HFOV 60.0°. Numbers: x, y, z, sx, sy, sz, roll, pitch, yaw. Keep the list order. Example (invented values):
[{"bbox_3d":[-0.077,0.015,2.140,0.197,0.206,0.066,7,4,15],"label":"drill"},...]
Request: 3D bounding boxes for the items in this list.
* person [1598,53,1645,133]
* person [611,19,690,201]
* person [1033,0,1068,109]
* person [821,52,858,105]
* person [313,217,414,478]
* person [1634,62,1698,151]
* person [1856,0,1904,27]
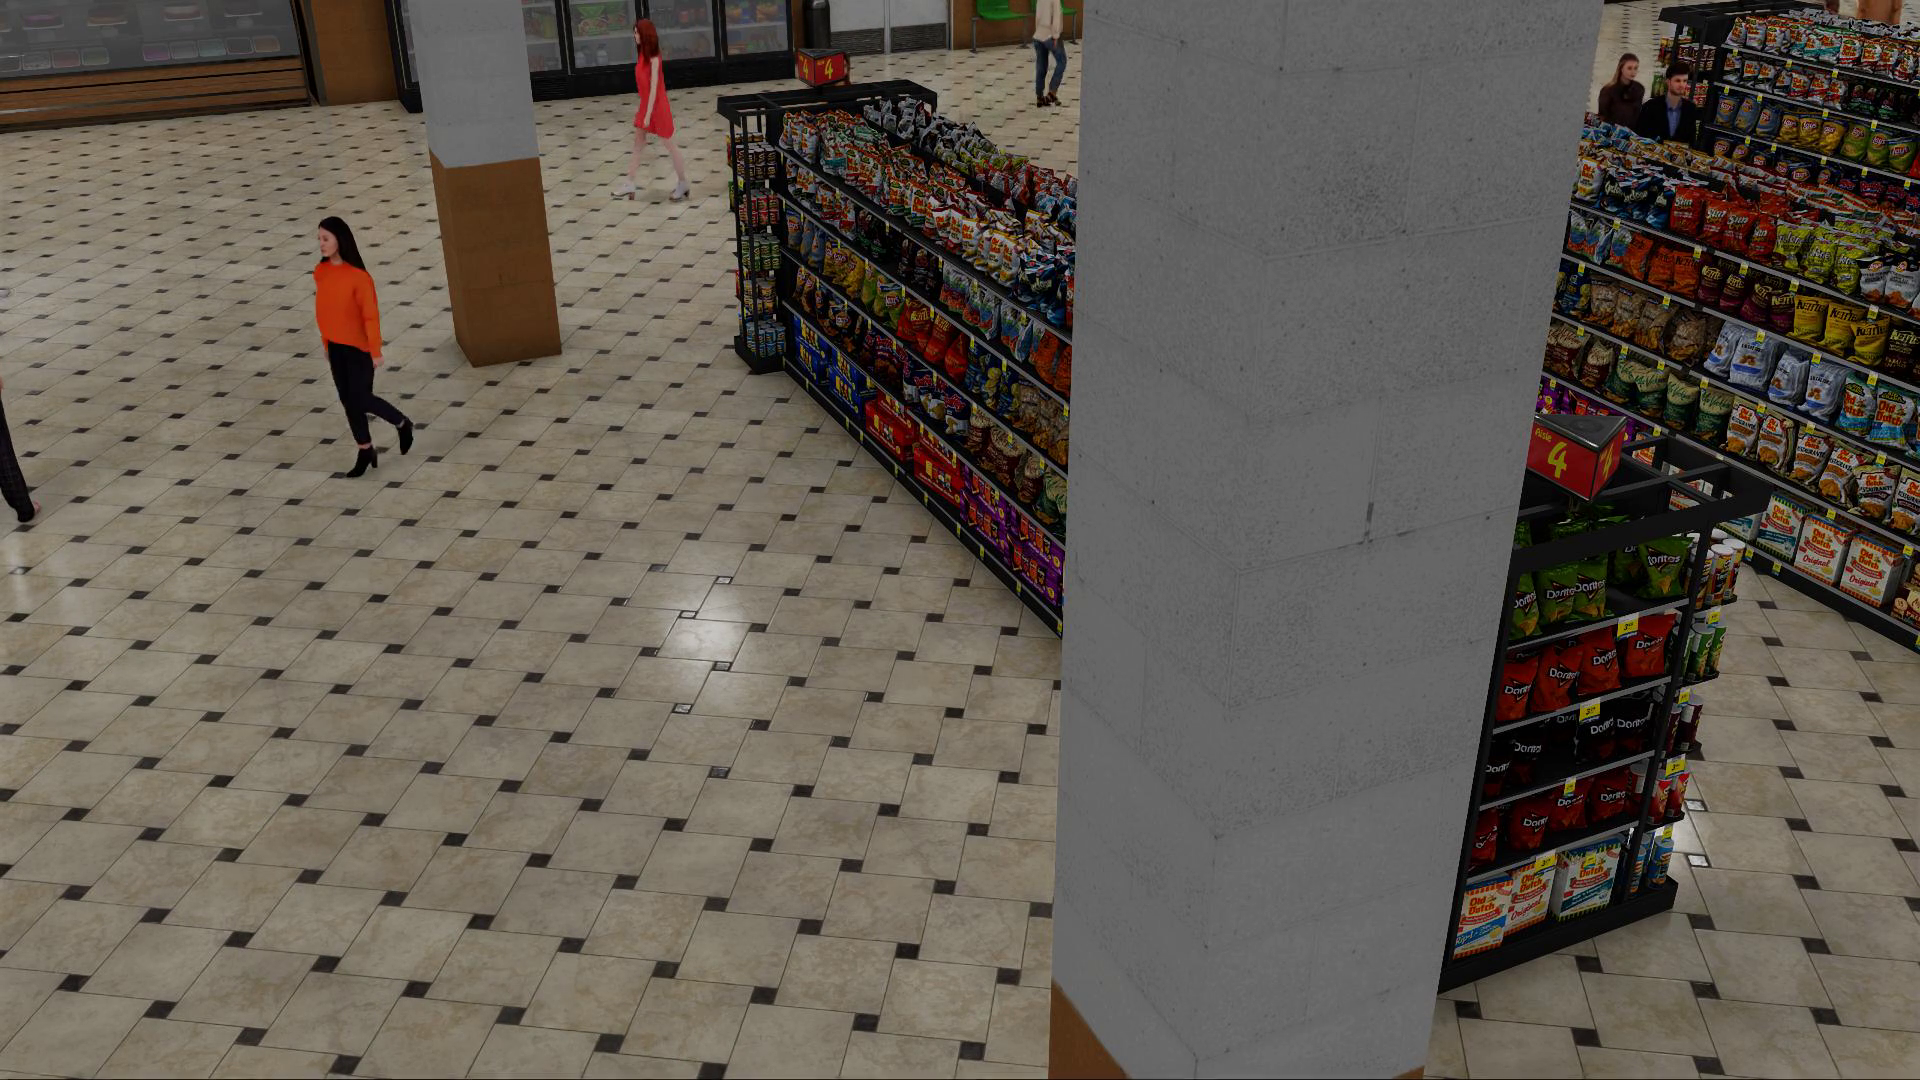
[{"bbox_3d":[6.188,-3.795,15.856,0.703,1.688,0.670,-5,27,-9],"label":"person"},{"bbox_3d":[-2.968,-4.284,16.704,0.745,1.794,0.984,-16,31,-28],"label":"person"},{"bbox_3d":[1.028,-6.205,20.624,0.741,1.673,0.615,-20,33,-34],"label":"person"},{"bbox_3d":[-1.132,-3.739,15.706,0.598,1.723,0.558,-17,31,-29],"label":"person"},{"bbox_3d":[-3.876,-1.260,10.802,0.831,1.739,0.873,16,31,29],"label":"person"},{"bbox_3d":[6.054,-3.240,14.544,0.806,1.885,0.792,-2,27,-4],"label":"person"},{"bbox_3d":[11.530,-6.392,20.944,1.142,1.719,1.171,9,28,17],"label":"person"}]
